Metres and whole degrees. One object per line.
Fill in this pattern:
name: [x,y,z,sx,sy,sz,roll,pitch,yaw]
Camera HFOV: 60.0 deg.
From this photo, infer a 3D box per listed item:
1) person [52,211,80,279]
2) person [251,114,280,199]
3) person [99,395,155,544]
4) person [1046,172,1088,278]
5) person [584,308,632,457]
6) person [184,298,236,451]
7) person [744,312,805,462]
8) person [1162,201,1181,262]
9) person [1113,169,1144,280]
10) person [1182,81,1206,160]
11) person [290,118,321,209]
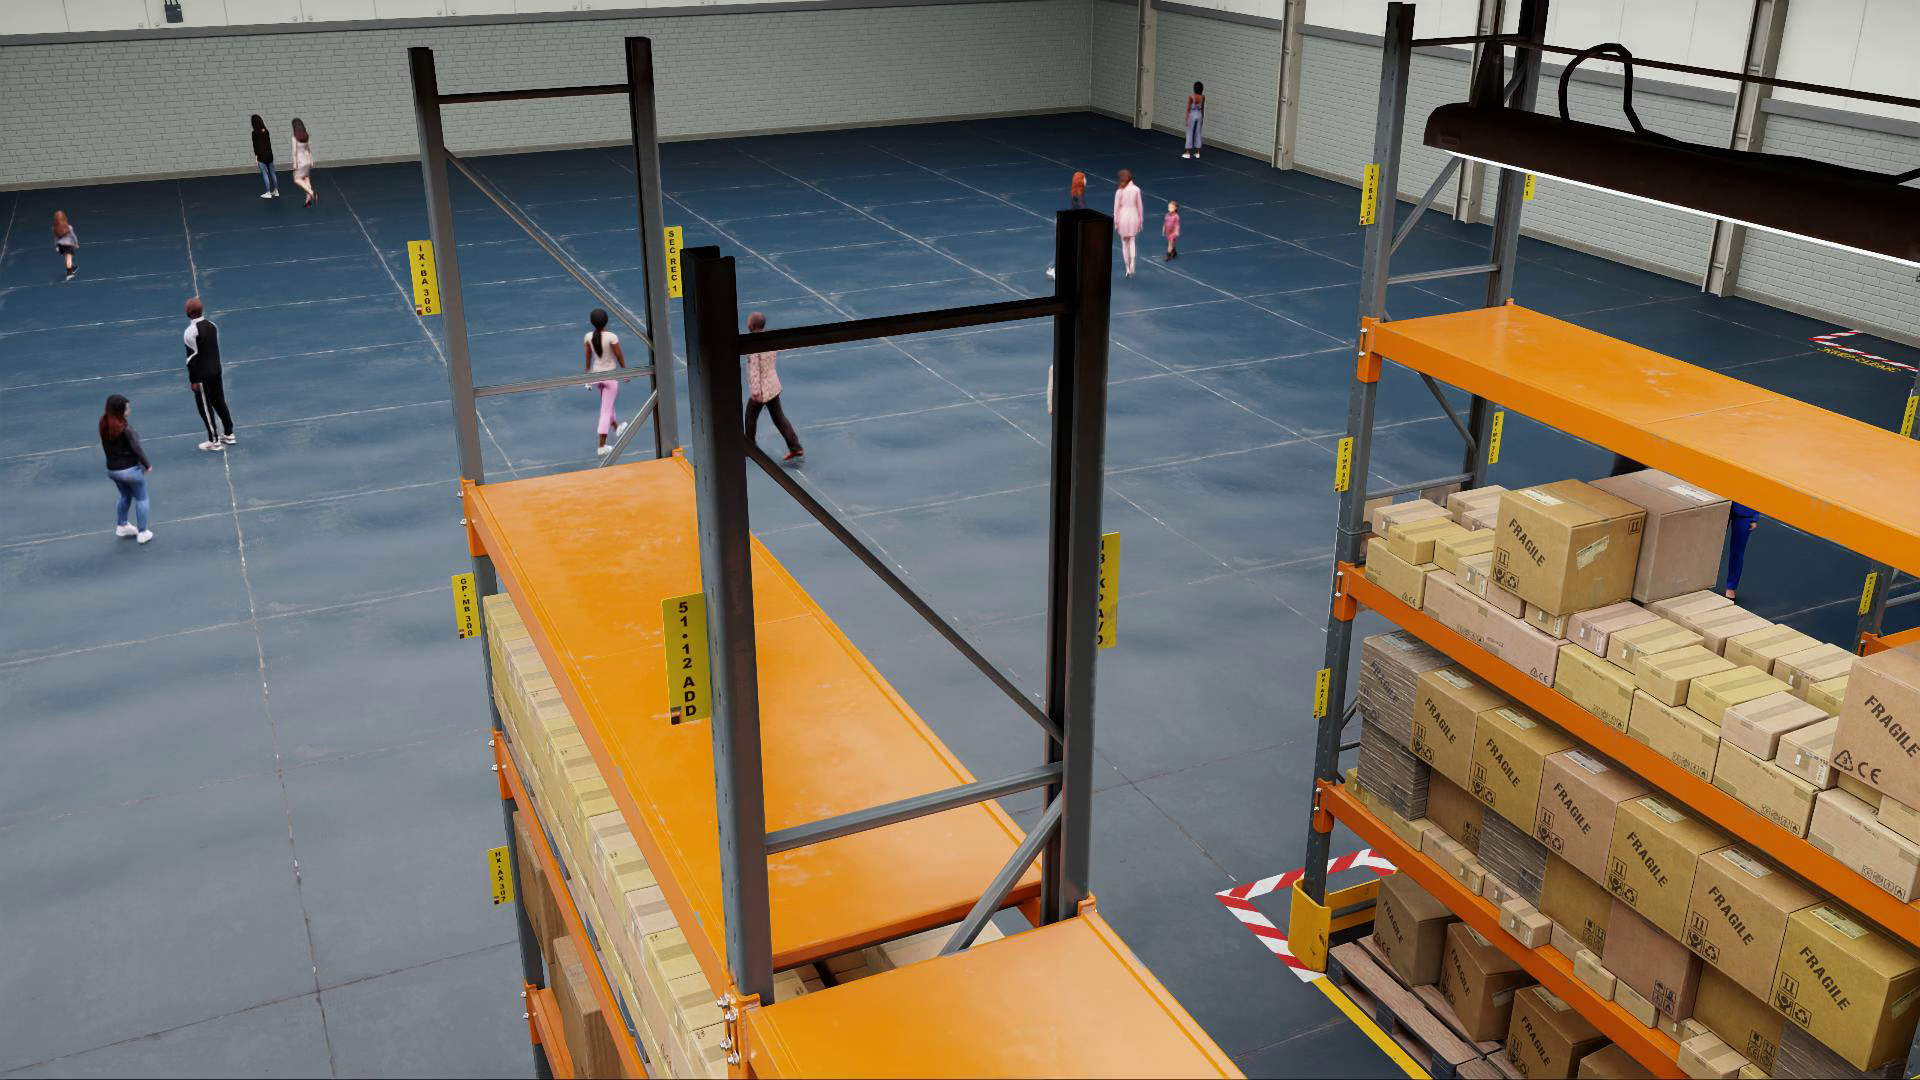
person: [-14.790,-4.868,27.473,0.659,1.081,0.845,-1,23,-2]
person: [-14.018,-7.743,33.516,0.680,1.643,0.652,13,27,29]
person: [-8.529,-0.696,16.987,0.755,1.610,0.850,6,24,14]
person: [1.832,-5.071,27.102,1.041,1.745,1.232,1,23,3]
person: [-4.207,-1.830,19.532,1.043,1.705,1.100,9,24,19]
person: [-8.934,-1.978,19.731,0.789,1.822,0.710,6,24,14]
person: [-2.182,-1.732,19.198,1.292,1.785,1.136,13,26,28]
person: [3.665,-5.342,28.678,0.726,1.011,0.710,15,27,31]
person: [2.759,-5.143,27.238,0.726,1.772,0.712,-2,23,-4]
person: [5.321,-9.488,37.552,0.608,1.695,0.544,-8,24,-19]
person: [-12.747,-7.312,32.387,0.906,1.734,0.838,11,25,23]
